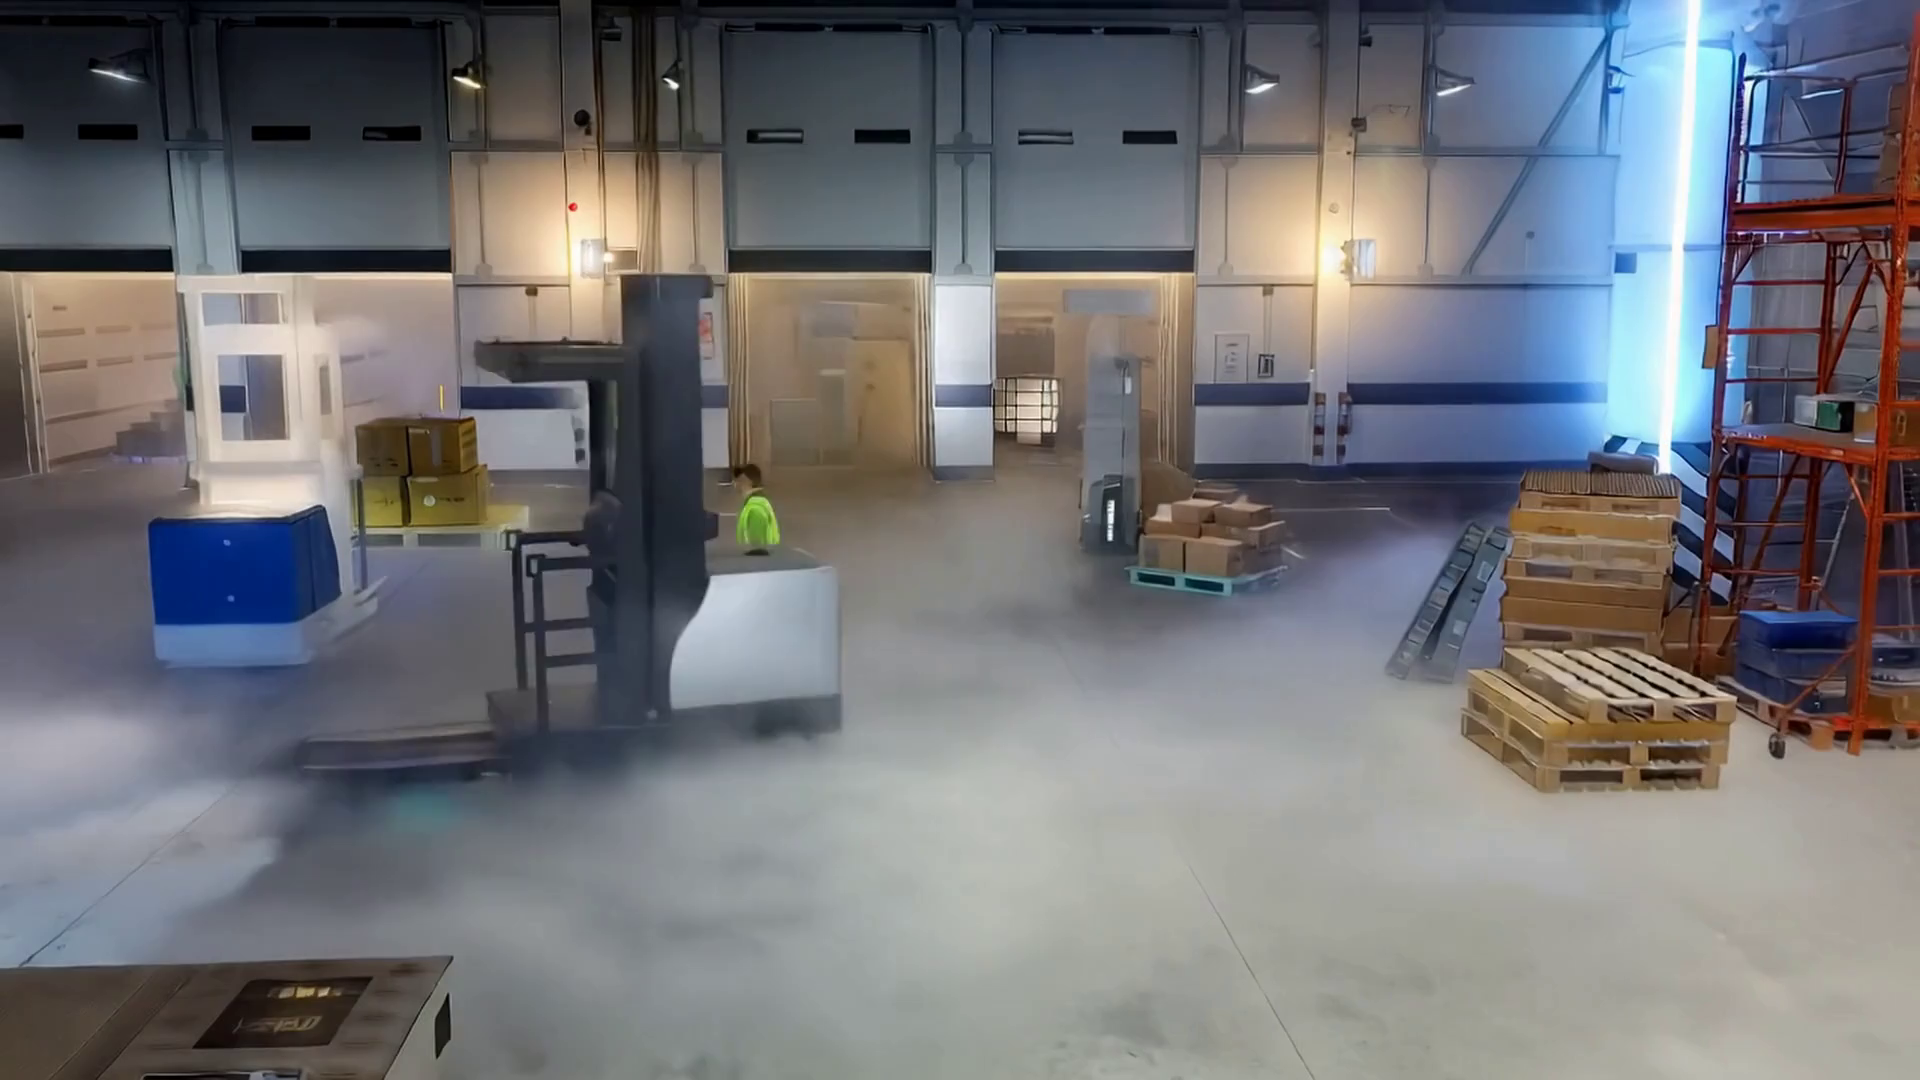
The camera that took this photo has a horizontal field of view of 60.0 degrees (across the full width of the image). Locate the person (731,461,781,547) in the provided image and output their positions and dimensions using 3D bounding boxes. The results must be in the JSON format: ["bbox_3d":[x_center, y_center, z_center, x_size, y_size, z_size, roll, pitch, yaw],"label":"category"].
[{"bbox_3d":[-1.322,0.284,10.971,0.706,1.601,0.577,0,9,-2],"label":"person"}]

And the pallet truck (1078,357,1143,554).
[{"bbox_3d":[2.088,-0.836,16.757,1.885,1.965,0.823,2,9,13],"label":"pallet truck"}]

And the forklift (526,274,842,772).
[{"bbox_3d":[-1.742,-0.191,9.944,1.873,2.768,1.129,-3,10,-21],"label":"forklift"}]

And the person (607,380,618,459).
[{"bbox_3d":[-4.300,-1.401,20.536,0.549,1.929,0.387,0,9,2],"label":"person"}]

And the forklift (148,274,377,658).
[{"bbox_3d":[-5.348,-0.627,12.681,1.129,2.768,1.873,-1,9,-4],"label":"forklift"}]
